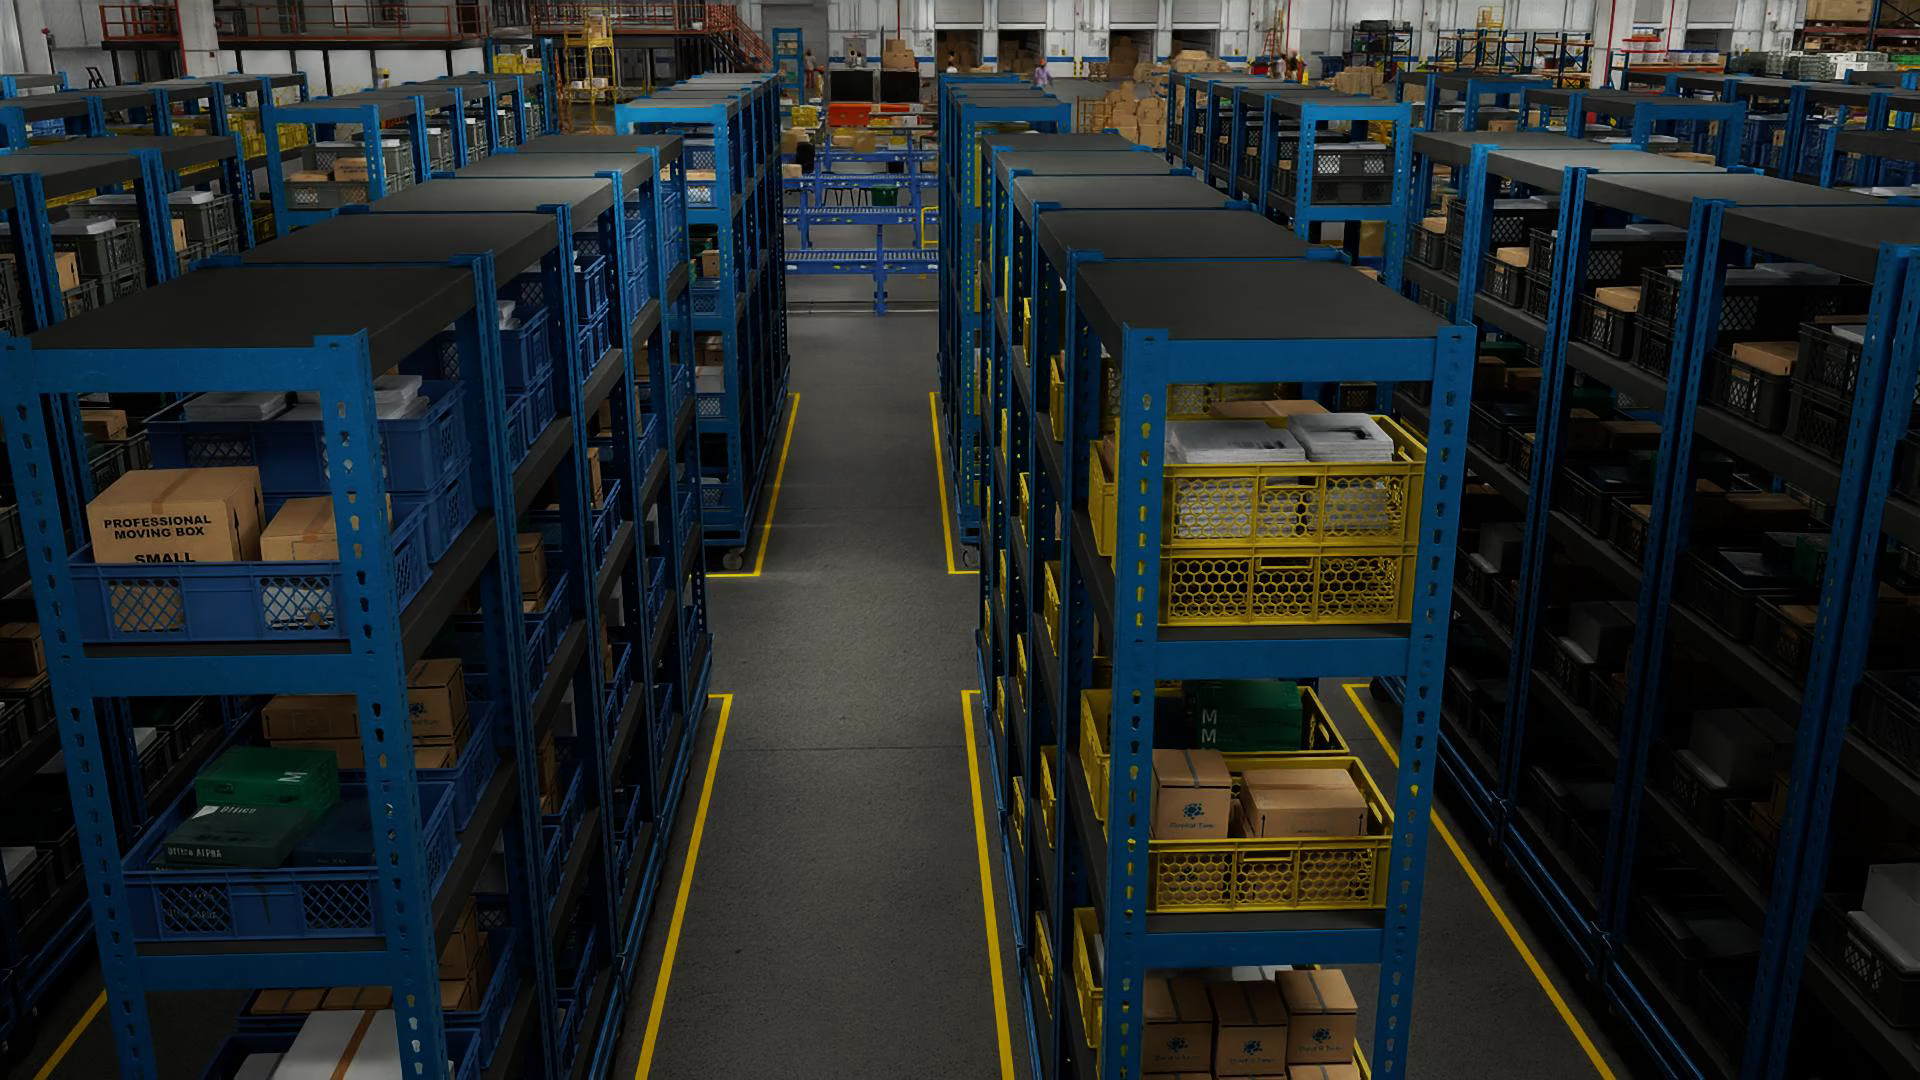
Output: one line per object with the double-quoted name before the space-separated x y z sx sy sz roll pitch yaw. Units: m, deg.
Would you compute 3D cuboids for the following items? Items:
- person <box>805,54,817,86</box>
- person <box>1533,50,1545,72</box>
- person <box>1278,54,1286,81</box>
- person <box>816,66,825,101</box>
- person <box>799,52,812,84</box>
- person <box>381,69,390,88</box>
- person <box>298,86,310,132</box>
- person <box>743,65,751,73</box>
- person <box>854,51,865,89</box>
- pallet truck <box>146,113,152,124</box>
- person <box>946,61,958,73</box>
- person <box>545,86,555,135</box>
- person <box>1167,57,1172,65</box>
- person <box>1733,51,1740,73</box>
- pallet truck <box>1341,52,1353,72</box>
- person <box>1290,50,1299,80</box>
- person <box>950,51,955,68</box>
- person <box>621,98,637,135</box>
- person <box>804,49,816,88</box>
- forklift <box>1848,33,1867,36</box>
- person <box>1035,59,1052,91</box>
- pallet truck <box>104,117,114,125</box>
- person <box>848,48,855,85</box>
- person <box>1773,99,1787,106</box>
"person" -8.074 -25.454 89.794 0.637 1.798 0.942 13 22 34
"person" 30.780 -25.105 88.562 0.580 1.883 0.388 16 24 40
"person" 16.497 -23.767 84.514 0.833 1.811 0.661 7 19 19
"person" -5.462 -17.679 65.482 0.361 1.935 0.553 -3 18 -9
"person" -8.509 -25.719 90.702 0.880 1.725 0.535 -13 22 -34
"person" -21.687 -16.858 62.985 0.425 1.908 0.605 -3 18 -9
"person" -22.722 -15.069 57.563 0.372 1.853 0.750 -8 20 -24
"person" -8.232 -17.234 63.937 0.682 2.000 0.705 6 19 17
"person" -5.253 -24.573 86.895 0.573 1.881 0.994 1 18 2
"pallet truck" -18.087 -8.309 36.390 1.885 1.965 0.823 -1 18 -4
"person" -0.378 -19.379 70.749 0.627 1.934 0.372 -15 23 -39
"person" -13.783 -14.410 55.655 0.362 1.757 0.567 14 23 37
"person" 9.846 -22.010 79.046 0.798 1.839 0.523 -6 19 -18
"person" 41.701 -25.294 89.222 0.760 1.822 0.541 16 24 41
"pallet truck" 18.794 -23.123 82.231 0.823 1.965 1.885 -13 22 -35
"person" 17.134 -24.201 85.593 0.584 1.974 0.640 8 20 24
"person" -0.401 -26.892 94.441 0.877 1.643 0.550 -1 18 -4
"person" -9.043 -11.104 45.313 0.957 1.836 0.520 15 23 38
"person" -7.857 -24.620 86.867 0.622 1.992 0.396 4 18 13
"forklift" 46.106 -24.701 85.701 1.129 2.768 1.873 -1 18 -2
"person" 3.576 -19.716 71.733 0.716 1.981 1.061 -5 19 -16
"pallet truck" -18.367 -7.885 35.078 1.885 1.965 0.823 1 18 2
"person" -5.877 -25.827 90.708 0.361 1.929 0.587 5 19 16
"person" 25.712 -13.291 52.290 0.538 1.697 0.318 -10 20 -27
